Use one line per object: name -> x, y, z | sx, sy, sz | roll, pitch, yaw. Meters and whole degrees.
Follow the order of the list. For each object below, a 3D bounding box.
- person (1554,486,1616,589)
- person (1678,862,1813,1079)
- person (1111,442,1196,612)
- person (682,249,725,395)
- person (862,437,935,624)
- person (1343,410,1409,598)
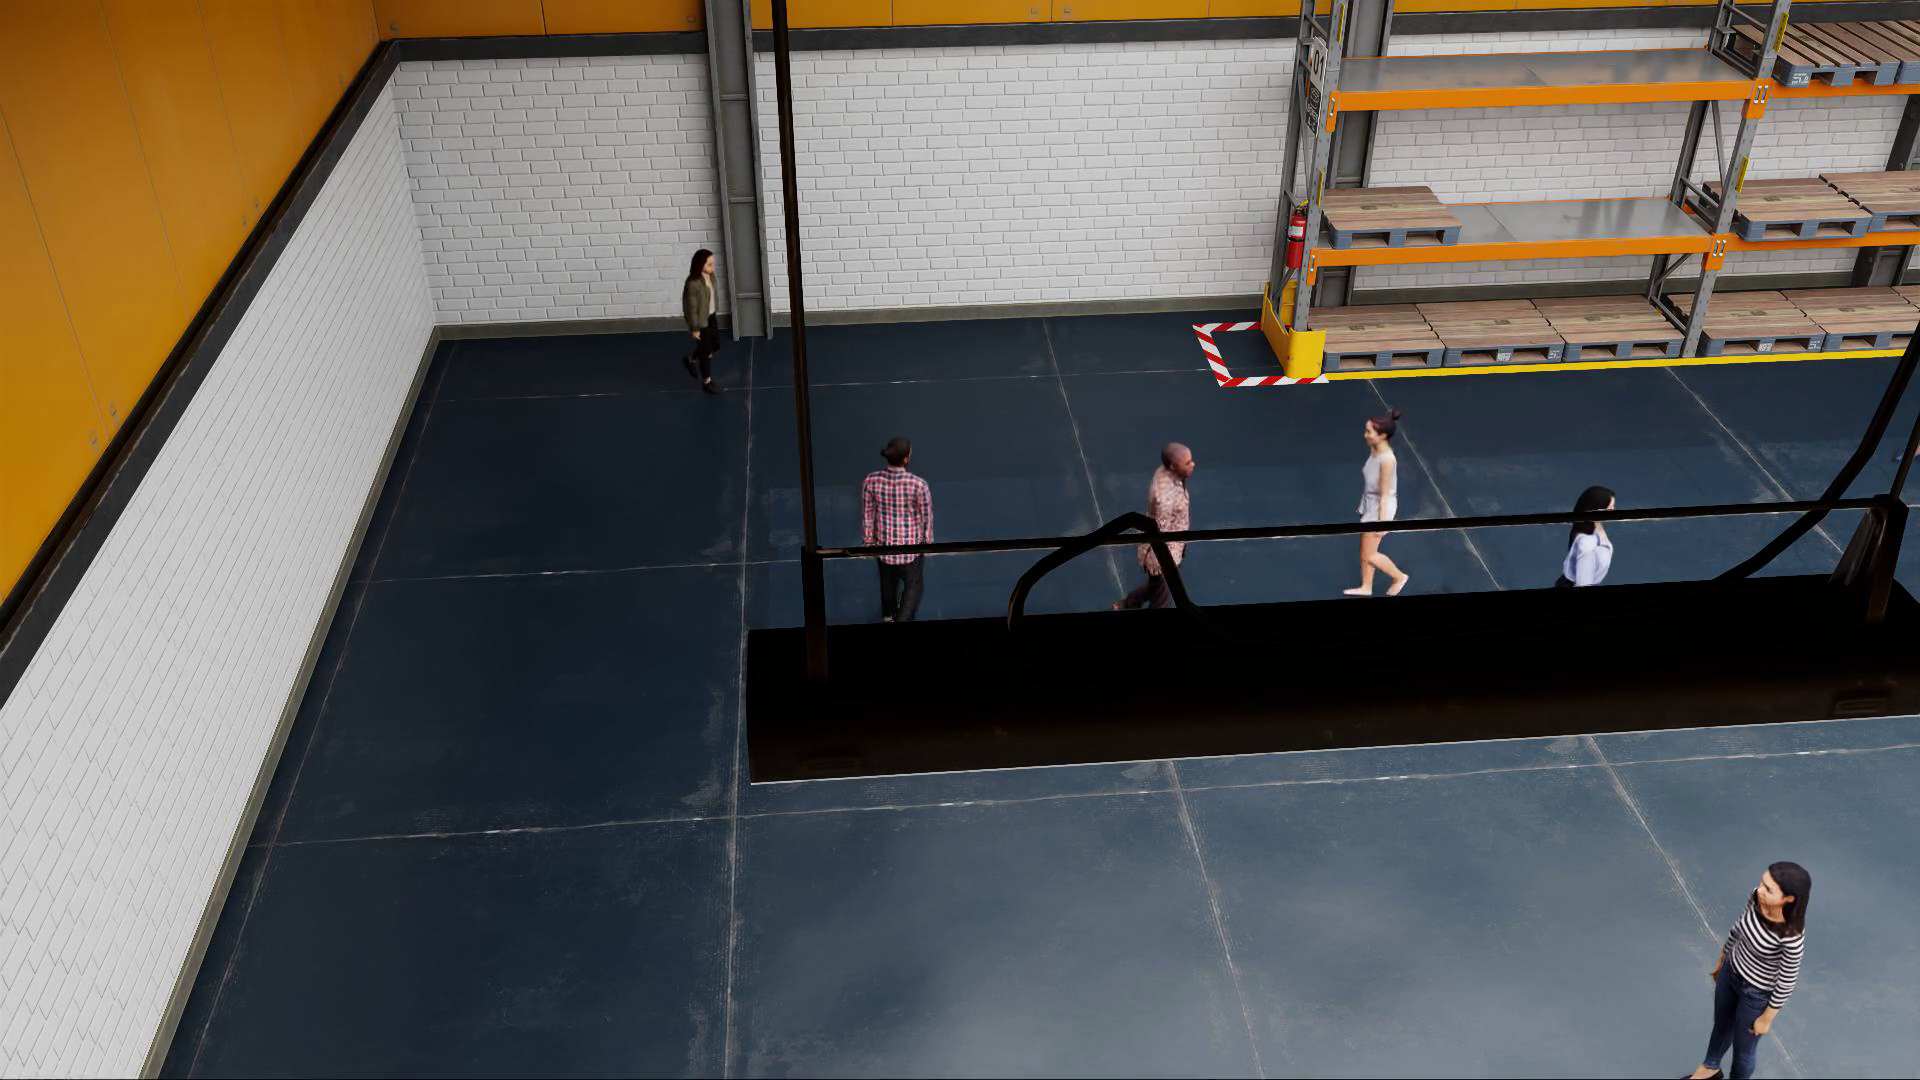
person -> 4.233, 0.377, 11.733 | 1.238, 1.698, 1.037 | 14, 36, 20
person -> 4.116, 2.353, 8.673 | 0.519, 1.795, 0.604 | -5, 34, -7
person -> 1.385, 0.056, 12.135 | 0.920, 1.788, 0.836 | 6, 34, 8
person -> -2.487, -2.060, 15.620 | 0.866, 1.454, 0.784 | 17, 37, 24
person -> -0.459, 0.062, 12.168 | 1.009, 1.742, 0.942 | 8, 34, 11
person -> 3.275, -0.250, 12.743 | 0.719, 1.625, 0.649 | -2, 34, -3
